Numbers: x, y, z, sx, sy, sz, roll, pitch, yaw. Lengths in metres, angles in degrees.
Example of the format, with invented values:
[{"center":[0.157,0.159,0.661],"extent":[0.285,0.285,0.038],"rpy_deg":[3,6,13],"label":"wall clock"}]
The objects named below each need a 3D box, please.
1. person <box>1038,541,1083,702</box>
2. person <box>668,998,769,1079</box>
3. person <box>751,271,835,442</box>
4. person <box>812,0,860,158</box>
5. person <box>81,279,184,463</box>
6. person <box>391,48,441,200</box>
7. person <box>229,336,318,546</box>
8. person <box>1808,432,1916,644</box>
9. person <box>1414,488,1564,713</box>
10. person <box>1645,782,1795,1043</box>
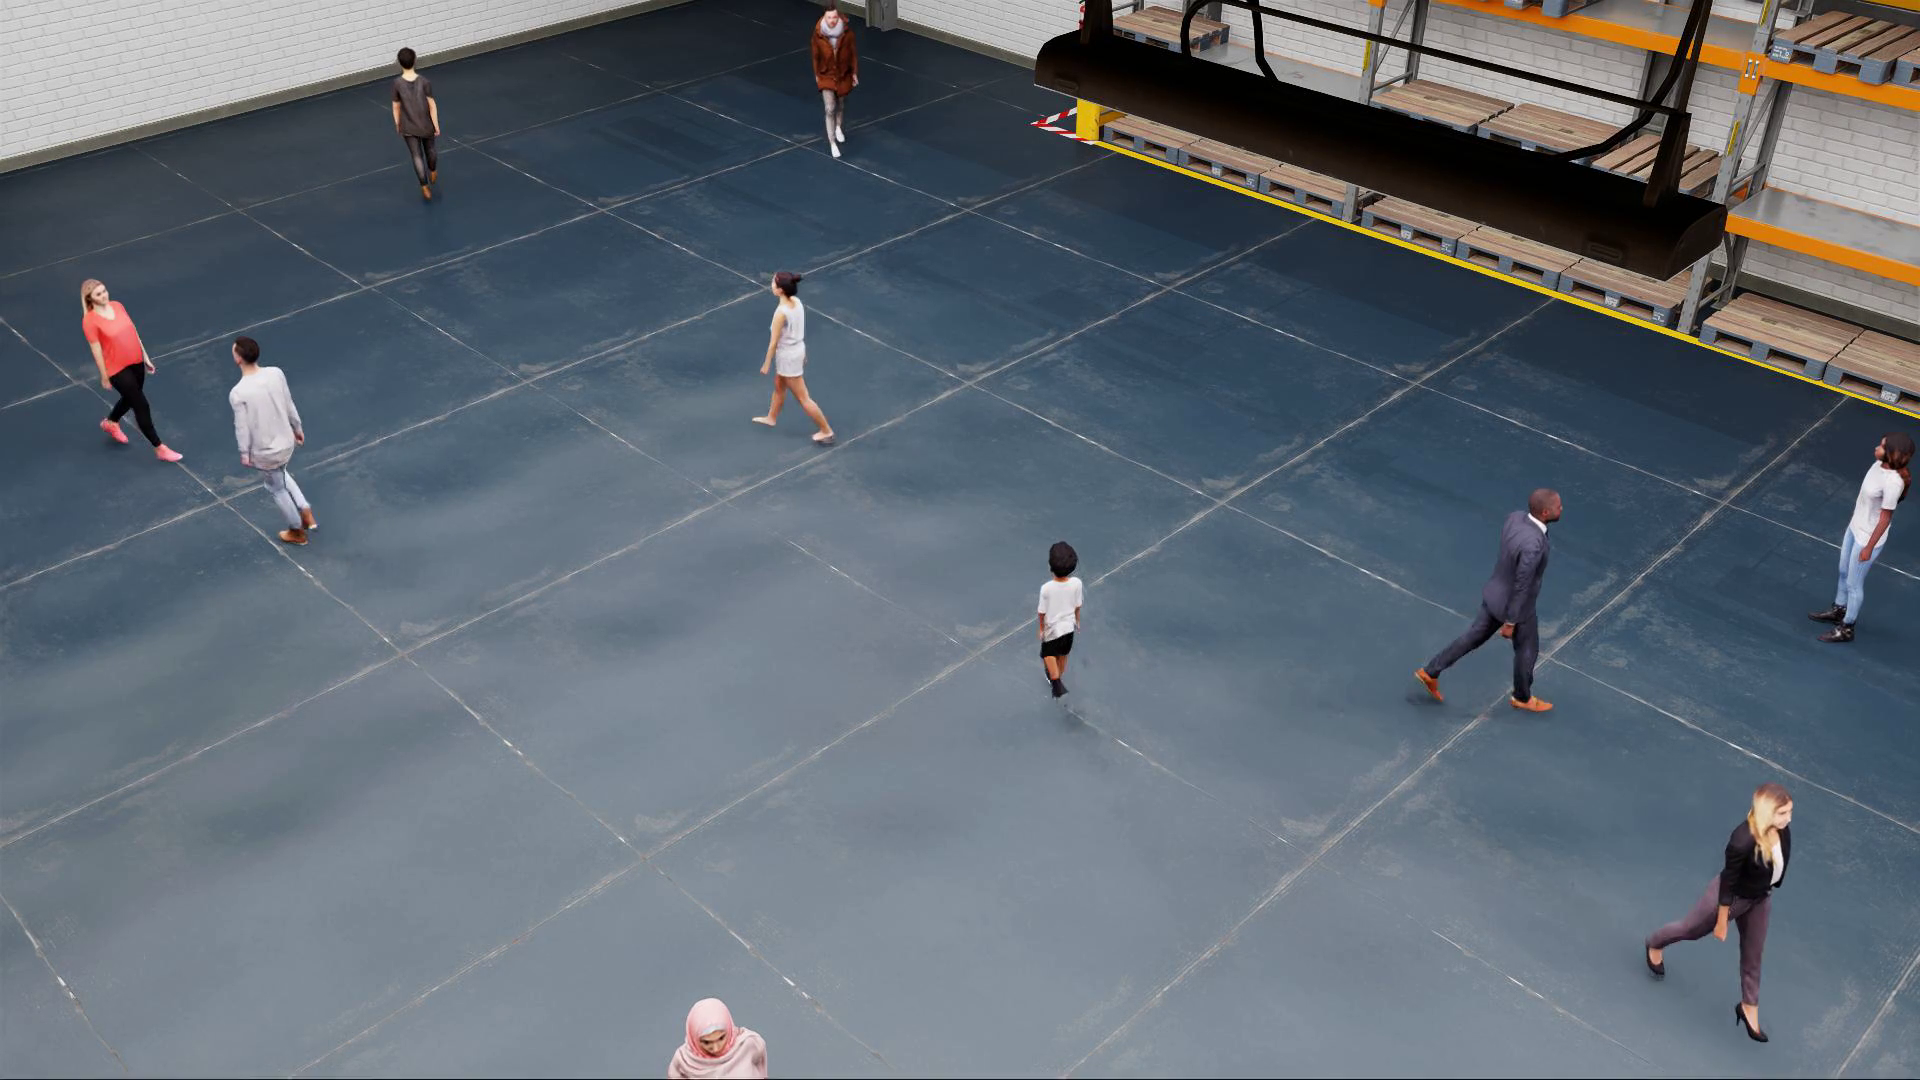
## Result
[{"center":[0.705,0.591,11.538],"extent":[0.658,1.251,0.775],"rpy_deg":[-10,35,-14],"label":"person"},{"center":[-1.092,2.794,7.724],"extent":[0.701,1.804,0.688],"rpy_deg":[-17,37,-24],"label":"person"},{"center":[-1.412,-1.559,14.486],"extent":[1.133,1.569,0.896],"rpy_deg":[10,35,14],"label":"person"},{"center":[-1.546,-5.708,20.525],"extent":[1.048,1.795,1.240],"rpy_deg":[-9,35,-13],"label":"person"},{"center":[-7.241,-1.468,14.264],"extent":[1.182,1.664,0.968],"rpy_deg":[8,34,12],"label":"person"},{"center":[-6.278,-4.782,19.237],"extent":[0.941,1.677,1.145],"rpy_deg":[-10,35,-14],"label":"person"},{"center":[-5.331,-0.735,13.011],"extent":[0.770,1.830,0.780],"rpy_deg":[14,36,20],"label":"person"},{"center":[6.554,-0.023,12.040],"extent":[0.684,1.719,0.663],"rpy_deg":[6,34,9],"label":"person"},{"center":[3.644,0.433,11.290],"extent":[1.281,1.789,1.194],"rpy_deg":[1,34,2],"label":"person"},{"center":[4.178,1.949,9.161],"extent":[0.786,1.621,1.103],"rpy_deg":[-18,38,-25],"label":"person"}]
